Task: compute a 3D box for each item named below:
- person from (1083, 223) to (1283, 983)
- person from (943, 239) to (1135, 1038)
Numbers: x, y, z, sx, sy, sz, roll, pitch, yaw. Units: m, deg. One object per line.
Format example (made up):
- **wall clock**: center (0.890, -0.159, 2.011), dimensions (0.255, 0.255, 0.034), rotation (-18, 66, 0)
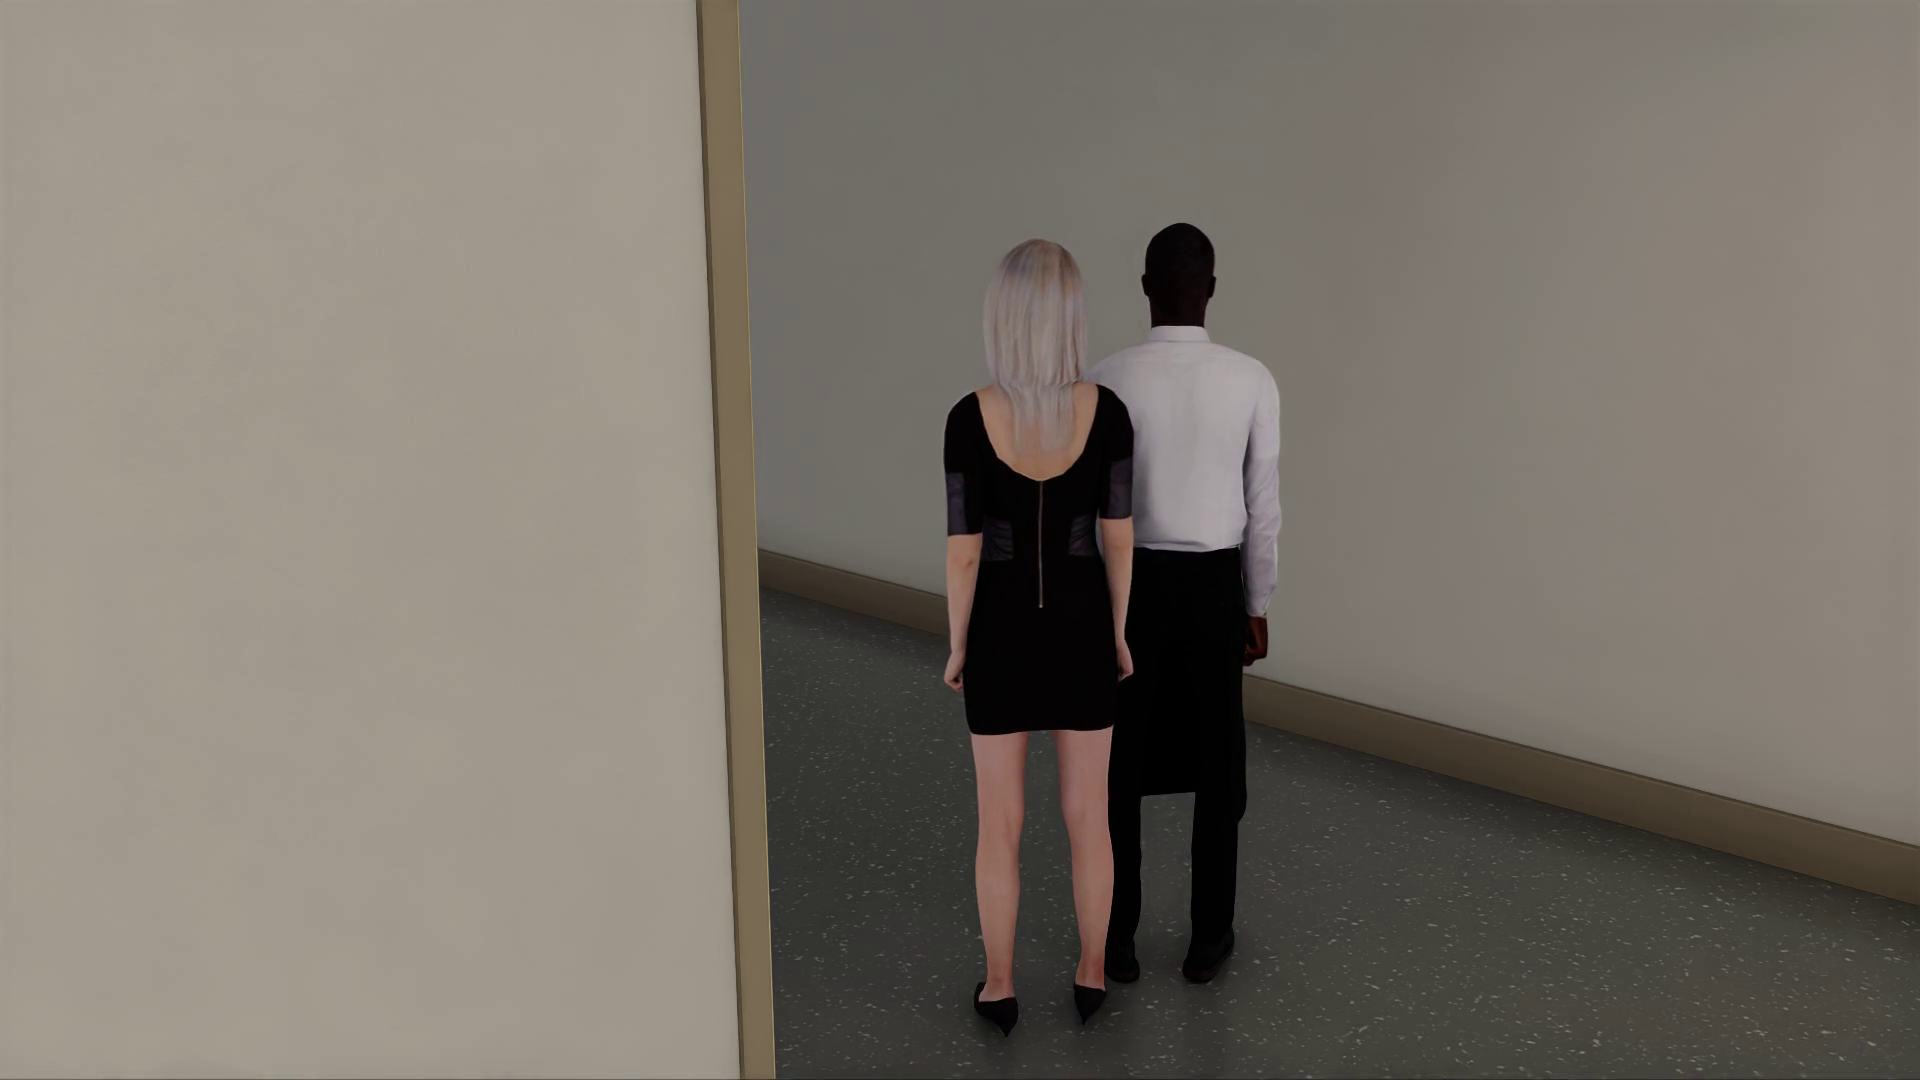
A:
- **person**: center (0.499, 0.176, 3.962), dimensions (0.716, 1.837, 0.741), rotation (1, 16, 3)
- **person**: center (0.178, 0.248, 3.720), dimensions (0.642, 1.829, 0.701), rotation (-1, 16, -4)
